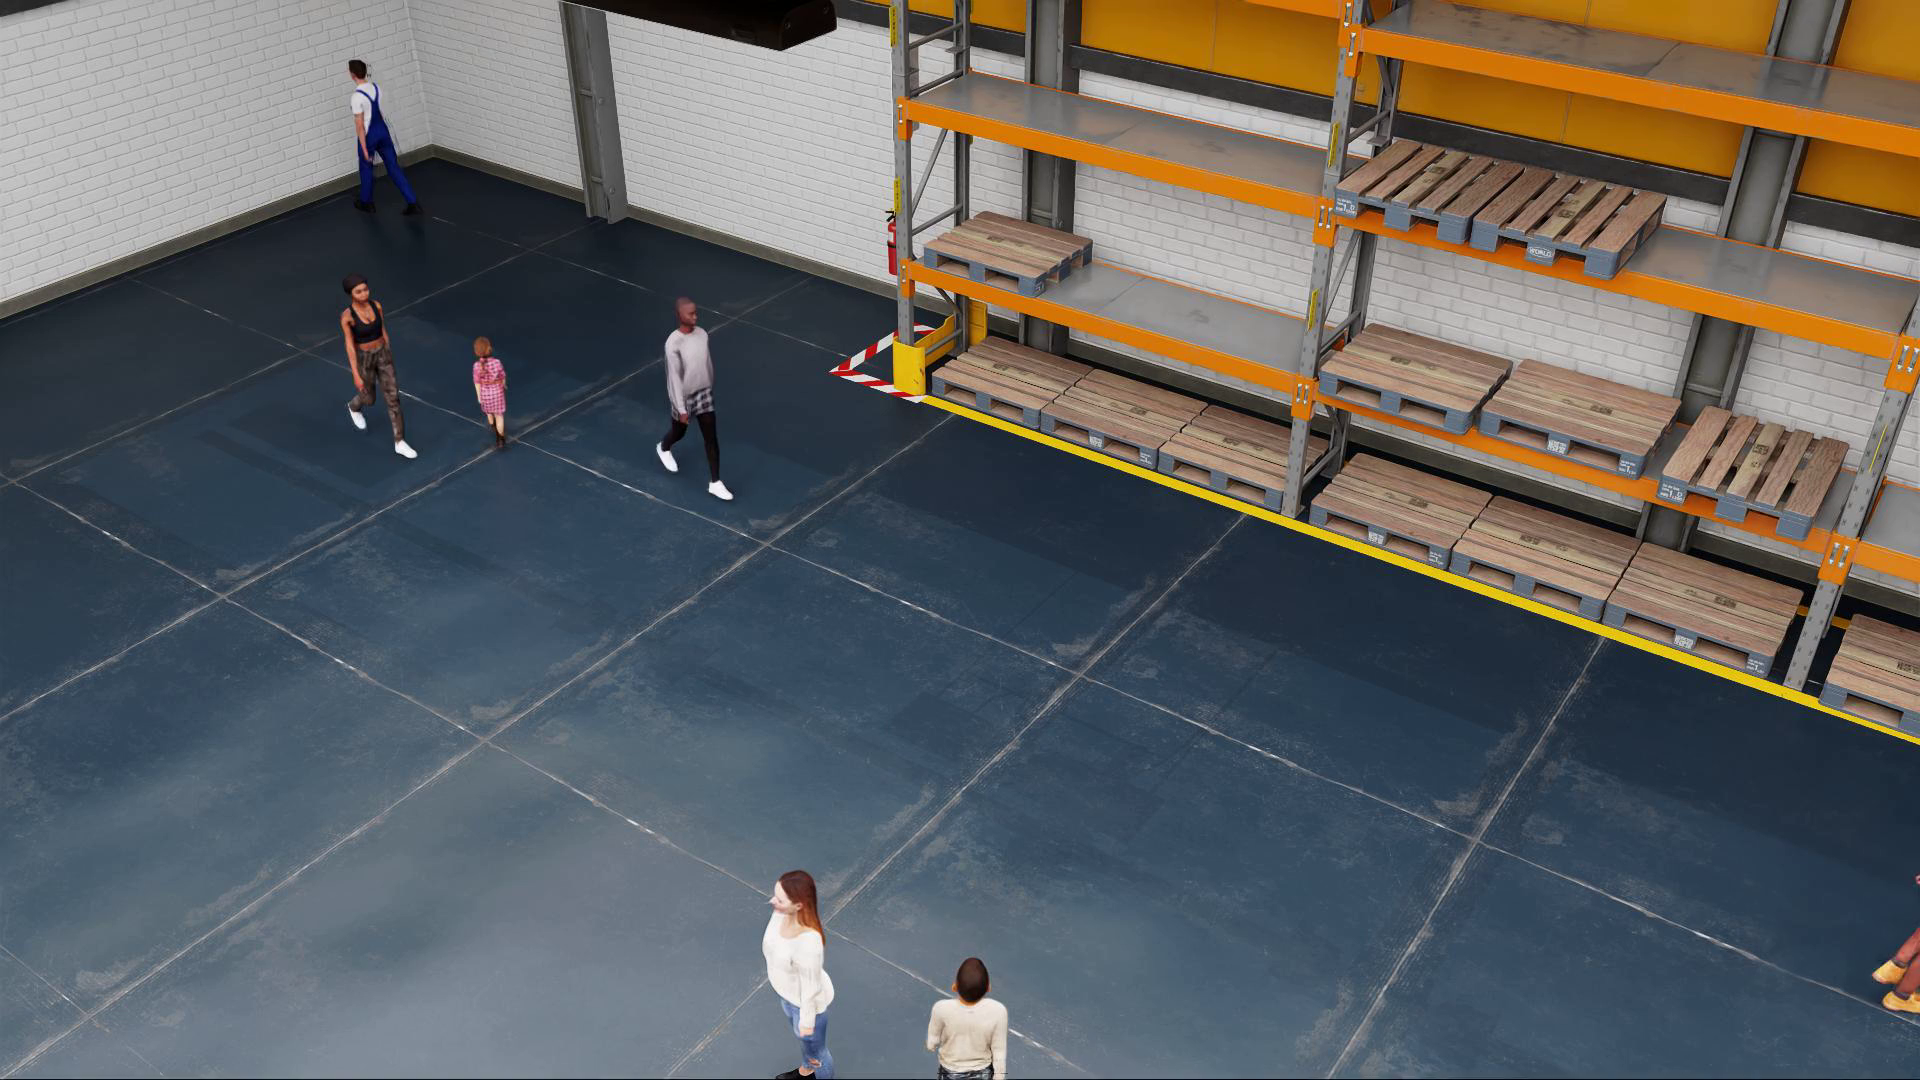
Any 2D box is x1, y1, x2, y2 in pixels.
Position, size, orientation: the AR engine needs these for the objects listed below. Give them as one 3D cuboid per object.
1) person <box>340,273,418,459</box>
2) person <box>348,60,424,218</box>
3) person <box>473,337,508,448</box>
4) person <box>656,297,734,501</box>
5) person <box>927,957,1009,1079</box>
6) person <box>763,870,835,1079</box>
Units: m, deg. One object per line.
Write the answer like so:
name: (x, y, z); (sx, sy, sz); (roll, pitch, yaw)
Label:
person: (-5.155, -1.542, 14.460); (1.116, 1.672, 0.646); (25, 41, 32)
person: (-6.526, -4.482, 18.757); (1.224, 1.811, 0.652); (19, 38, 26)
person: (-4.136, -1.298, 14.689); (0.687, 1.011, 0.772); (-8, 35, -12)
person: (-2.316, -1.210, 13.900); (0.780, 1.739, 1.225); (-28, 42, -35)
person: (0.028, 2.705, 8.279); (0.982, 1.441, 1.015); (-4, 34, -6)
person: (-0.813, 2.342, 8.598); (0.764, 1.692, 0.661); (-13, 36, -19)
